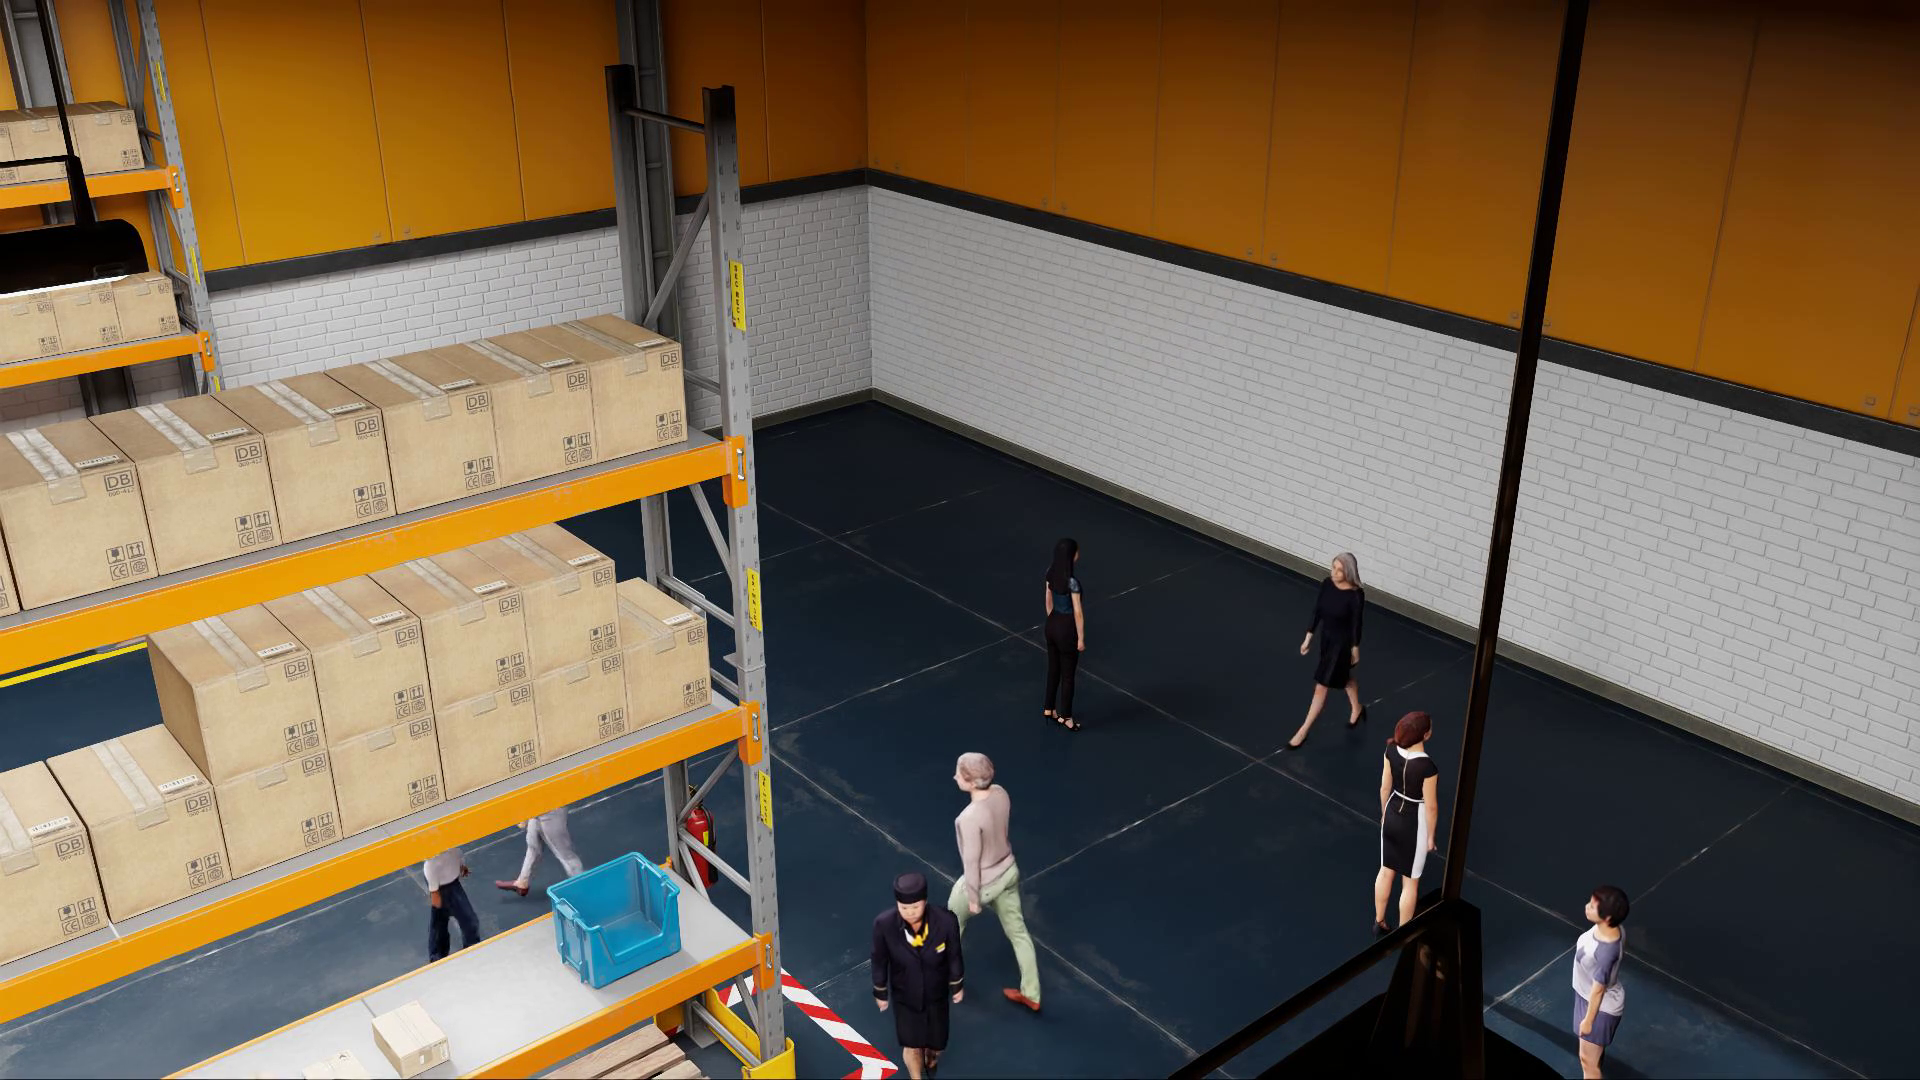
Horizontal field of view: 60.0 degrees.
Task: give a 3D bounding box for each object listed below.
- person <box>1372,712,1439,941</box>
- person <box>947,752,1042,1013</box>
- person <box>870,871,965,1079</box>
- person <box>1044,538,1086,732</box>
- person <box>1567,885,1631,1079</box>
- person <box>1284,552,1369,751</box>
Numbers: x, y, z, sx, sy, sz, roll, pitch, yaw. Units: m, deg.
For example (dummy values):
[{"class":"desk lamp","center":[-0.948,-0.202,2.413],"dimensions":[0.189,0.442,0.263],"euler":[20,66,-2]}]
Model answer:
[{"class":"person","center":[2.987,1.946,11.140],"dimensions":[0.474,1.796,0.579],"euler":[-18,29,-35]},{"class":"person","center":[0.255,2.206,10.523],"dimensions":[0.943,1.812,1.286],"euler":[17,29,34]},{"class":"person","center":[-0.235,2.612,9.788],"dimensions":[0.840,1.658,0.913],"euler":[-1,24,-2]},{"class":"person","center":[0.863,0.779,13.883],"dimensions":[0.492,1.736,0.571],"euler":[-17,29,-34]},{"class":"person","center":[3.735,2.688,9.734],"dimensions":[0.707,1.562,0.608],"euler":[9,25,19]},{"class":"person","center":[3.149,0.888,13.684],"dimensions":[1.205,1.696,0.710],"euler":[-13,27,-28]}]
